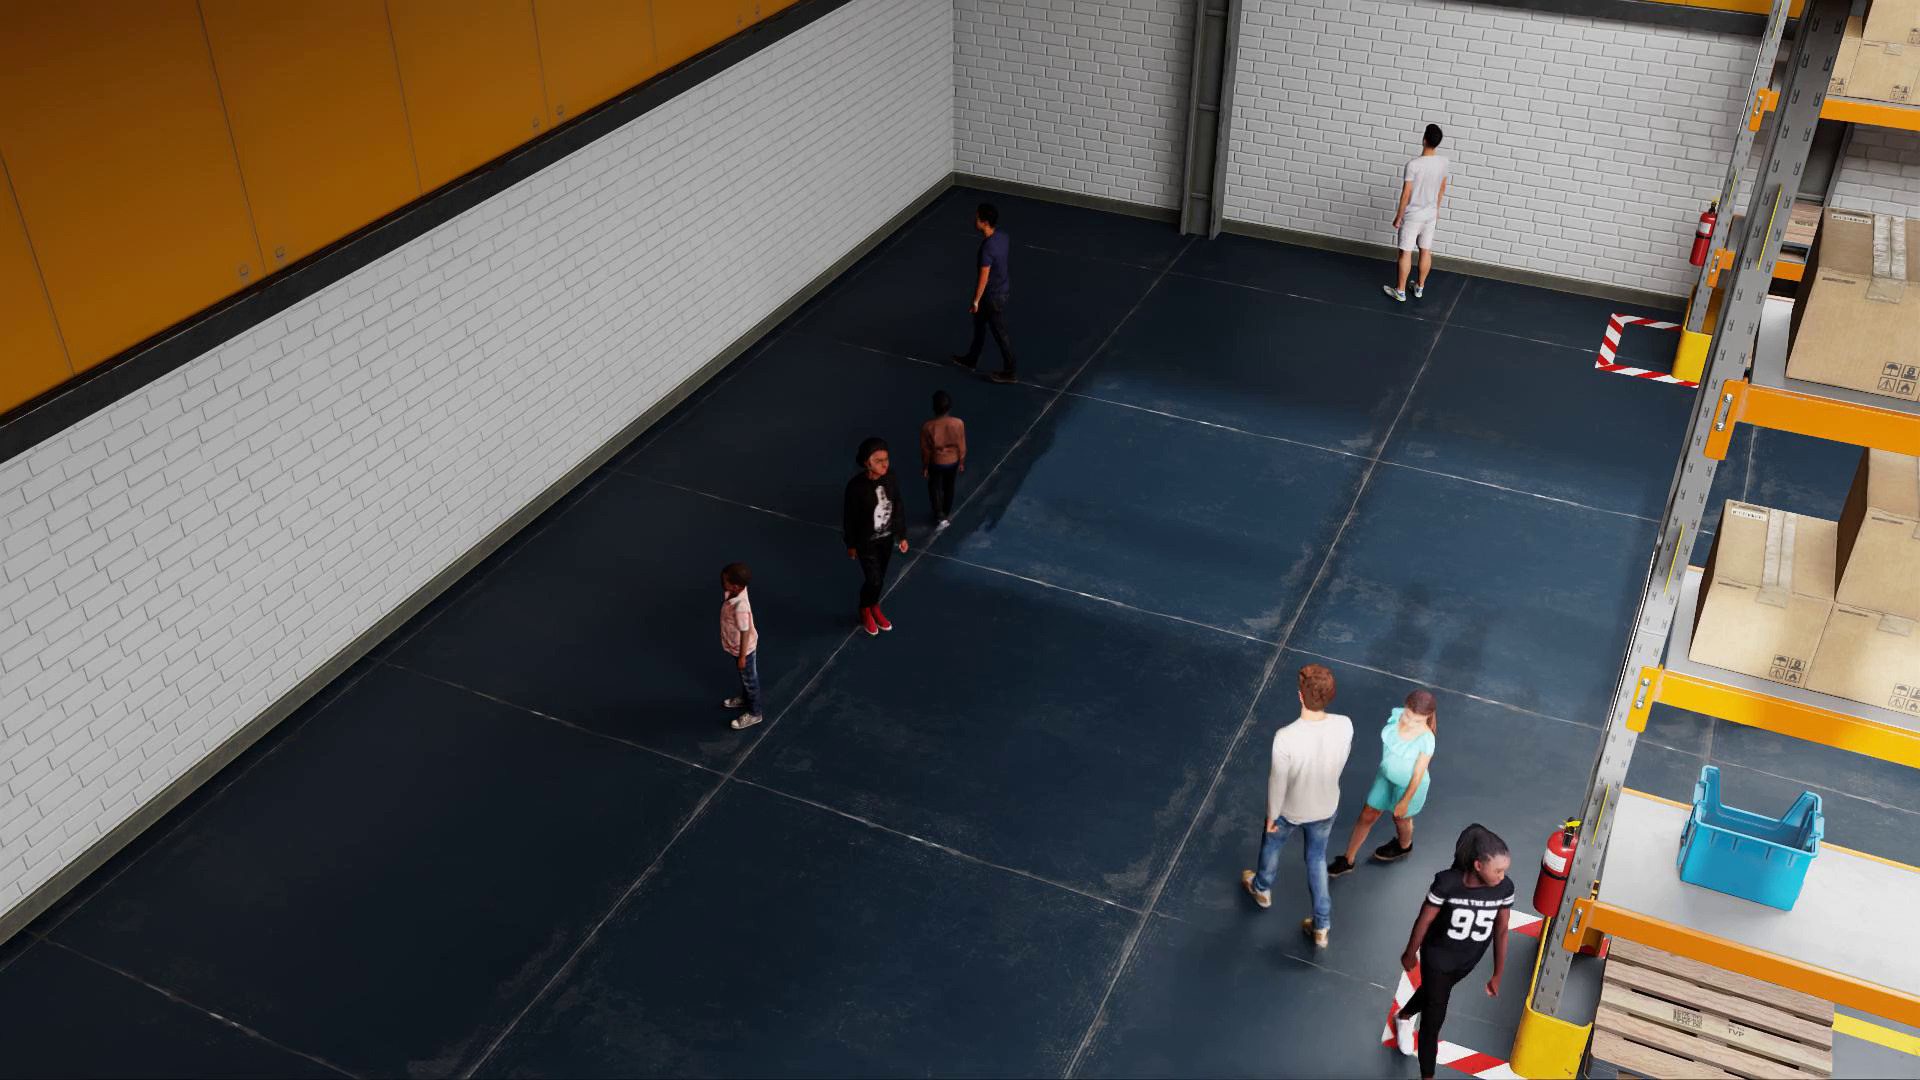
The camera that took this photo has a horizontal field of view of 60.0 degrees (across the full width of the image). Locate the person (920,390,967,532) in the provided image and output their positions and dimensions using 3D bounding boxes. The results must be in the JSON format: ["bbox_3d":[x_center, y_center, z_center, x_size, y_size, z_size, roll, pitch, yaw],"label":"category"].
[{"bbox_3d":[-0.126,-0.610,13.454,0.746,1.246,0.782,-6,34,-9],"label":"person"}]

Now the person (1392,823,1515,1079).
[{"bbox_3d":[2.588,2.151,8.882,1.089,1.709,1.044,-2,34,-3],"label":"person"}]

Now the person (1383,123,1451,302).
[{"bbox_3d":[4.707,-3.351,17.027,0.757,1.856,0.811,-12,35,-18],"label":"person"}]

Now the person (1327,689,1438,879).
[{"bbox_3d":[2.741,1.455,10.103,0.989,1.516,0.963,-11,35,-17],"label":"person"}]

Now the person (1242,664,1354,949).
[{"bbox_3d":[2.041,1.569,9.609,1.043,1.874,1.041,-7,34,-11],"label":"person"}]

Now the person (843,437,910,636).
[{"bbox_3d":[-0.681,-0.057,12.252,0.693,1.656,0.709,-25,41,-32],"label":"person"}]

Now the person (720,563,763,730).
[{"bbox_3d":[-1.492,0.698,11.431,0.633,1.308,0.582,-9,35,-13],"label":"person"}]

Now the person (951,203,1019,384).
[{"bbox_3d":[0.400,-2.271,15.485,0.976,1.764,0.763,8,34,12],"label":"person"}]
